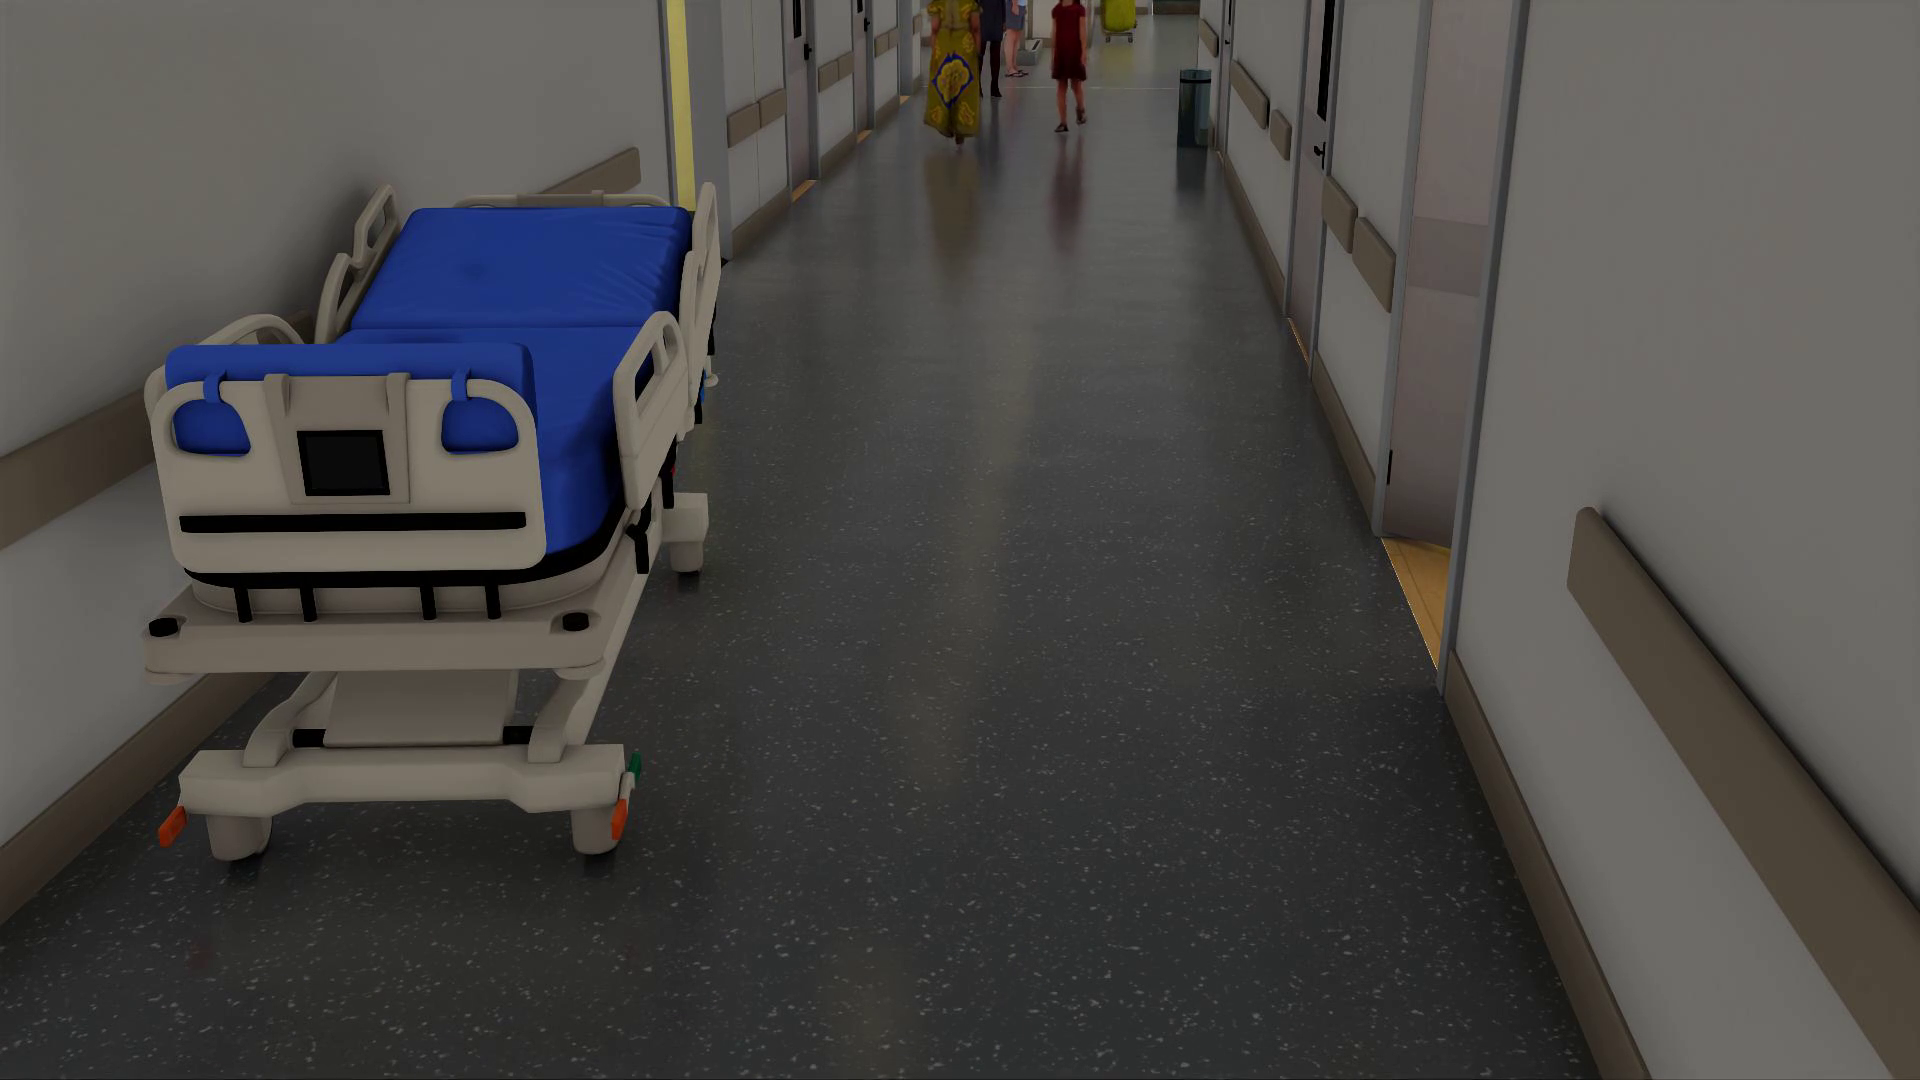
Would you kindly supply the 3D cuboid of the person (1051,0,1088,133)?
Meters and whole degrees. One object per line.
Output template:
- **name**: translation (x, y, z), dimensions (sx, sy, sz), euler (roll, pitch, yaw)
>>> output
- **person**: translation (1.134, -4.955, 16.963), dimensions (0.788, 1.536, 0.726), euler (7, 22, 19)

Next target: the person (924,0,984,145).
- **person**: translation (-0.047, -4.553, 15.819), dimensions (1.177, 1.601, 0.857), euler (0, 21, 1)

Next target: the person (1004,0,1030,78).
- **person**: translation (0.750, -7.318, 22.793), dimensions (0.624, 1.832, 0.689), euler (6, 22, 15)

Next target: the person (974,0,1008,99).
- **person**: translation (0.347, -6.248, 20.140), dimensions (0.575, 1.710, 0.714), euler (-6, 22, -15)
